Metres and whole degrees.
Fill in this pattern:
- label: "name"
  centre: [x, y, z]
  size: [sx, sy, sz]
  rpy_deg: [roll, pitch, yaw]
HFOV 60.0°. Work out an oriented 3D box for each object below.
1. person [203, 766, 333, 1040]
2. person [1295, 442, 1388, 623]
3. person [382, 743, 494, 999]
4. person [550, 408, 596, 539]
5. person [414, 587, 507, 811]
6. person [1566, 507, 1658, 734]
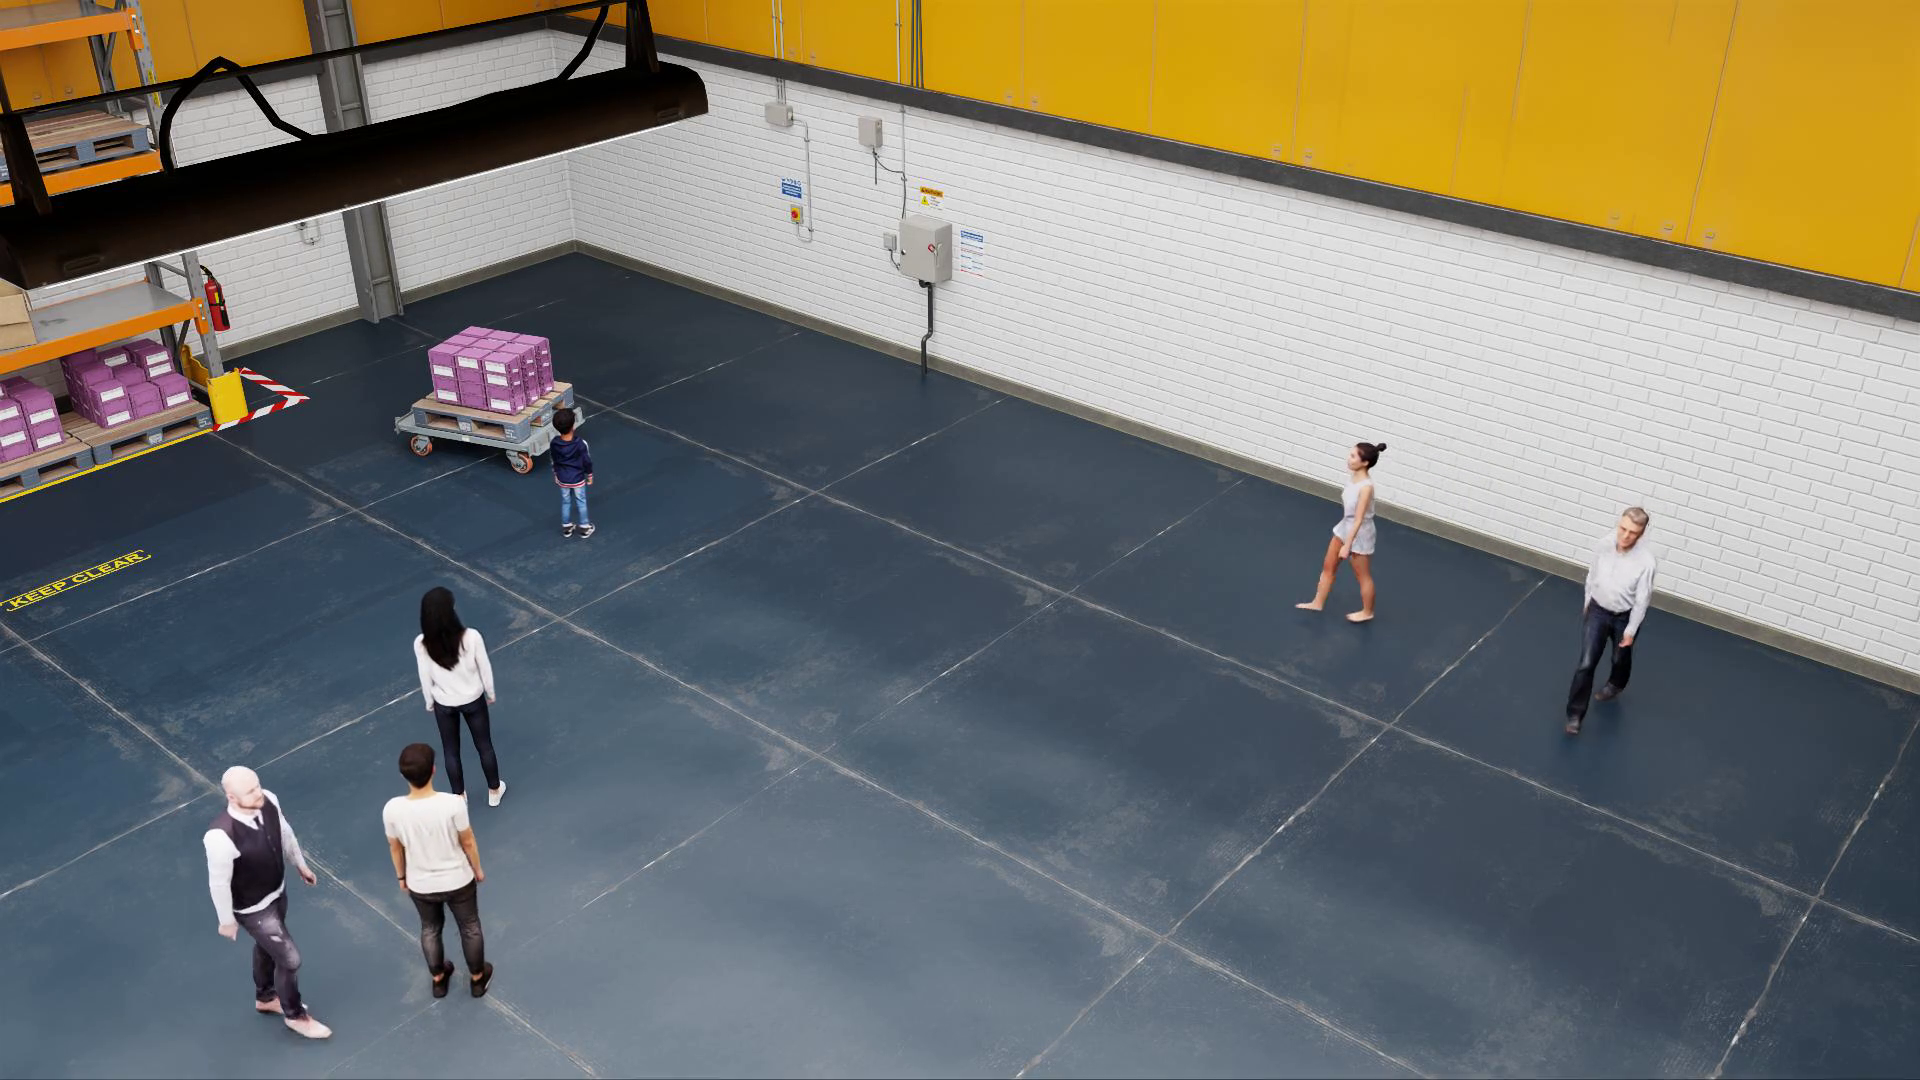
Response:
- label: "person"
  centre: [-4.001, 2.004, 9.322]
  size: [0.961, 1.803, 0.904]
  rpy_deg: [2, 29, 3]
- label: "person"
  centre: [3.250, -0.049, 13.314]
  size: [0.960, 1.585, 0.906]
  rpy_deg: [-2, 29, -4]
- label: "person"
  centre: [-3.004, 1.924, 9.565]
  size: [0.700, 1.712, 0.764]
  rpy_deg: [-1, 29, -2]
- label: "person"
  centre: [-3.436, -0.589, 14.682]
  size: [0.587, 1.222, 0.615]
  rpy_deg: [3, 29, 6]
- label: "person"
  centre: [-3.360, 1.070, 11.142]
  size: [0.674, 1.701, 0.761]
  rpy_deg: [-6, 29, -11]
- label: "person"
  centre: [4.779, 0.512, 12.084]
  size: [1.142, 1.777, 0.681]
  rpy_deg: [-22, 36, -35]
